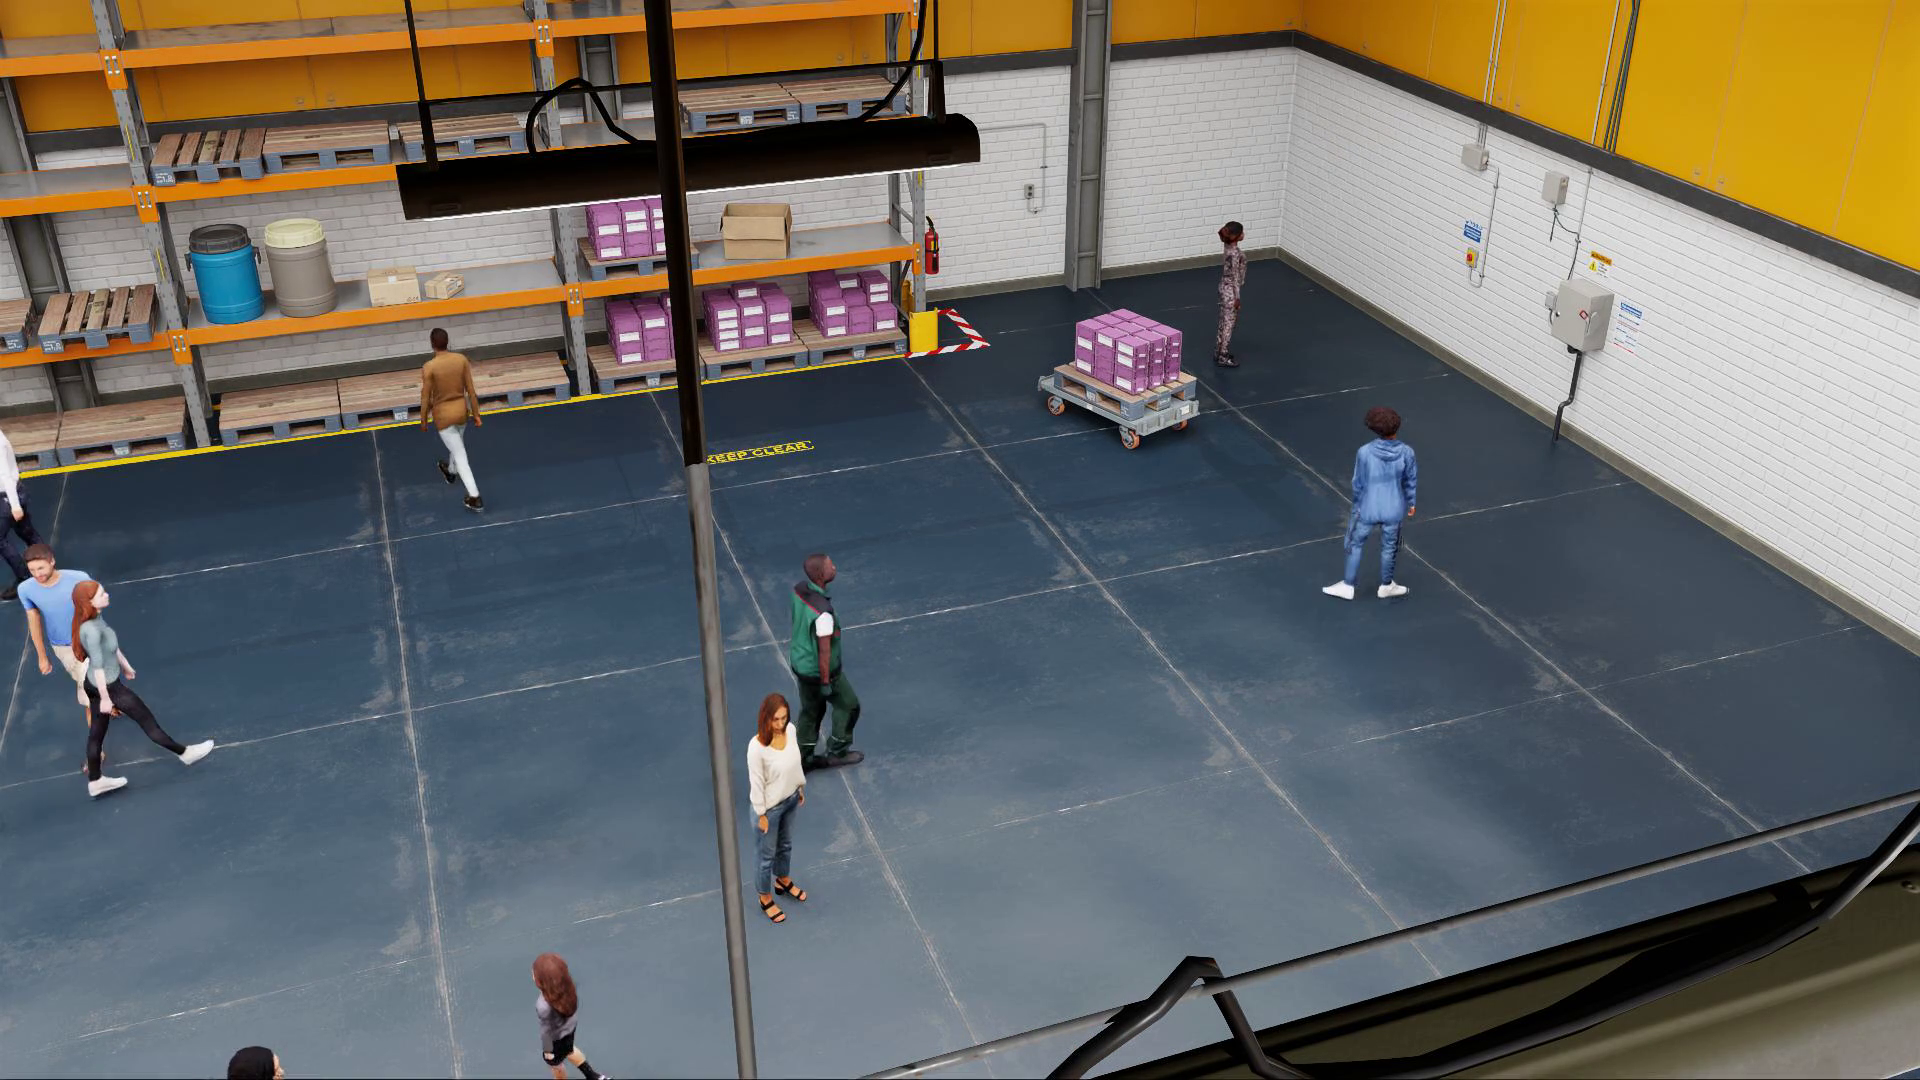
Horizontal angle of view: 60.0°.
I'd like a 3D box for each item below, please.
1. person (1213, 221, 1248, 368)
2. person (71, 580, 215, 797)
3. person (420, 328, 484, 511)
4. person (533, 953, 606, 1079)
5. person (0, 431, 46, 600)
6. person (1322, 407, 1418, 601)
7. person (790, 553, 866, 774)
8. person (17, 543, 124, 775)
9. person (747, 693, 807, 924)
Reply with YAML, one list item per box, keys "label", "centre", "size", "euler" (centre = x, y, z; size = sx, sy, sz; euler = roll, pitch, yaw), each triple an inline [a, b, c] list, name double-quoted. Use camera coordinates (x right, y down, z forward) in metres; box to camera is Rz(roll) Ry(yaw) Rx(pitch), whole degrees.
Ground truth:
- label: "person"
  centre: [3.114, -2.849, 19.191]
  size: [0.638, 1.714, 0.635]
  euler: [-3, 29, -5]
- label: "person"
  centre: [-6.218, 1.100, 11.968]
  size: [1.161, 1.698, 0.767]
  euler: [-16, 33, -27]
- label: "person"
  centre: [-4.835, -1.120, 15.975]
  size: [1.233, 1.757, 1.047]
  euler: [-24, 37, -37]
- label: "person"
  centre: [-2.247, 2.790, 9.495]
  size: [0.692, 1.099, 0.618]
  euler: [6, 29, 11]
- label: "person"
  centre: [-8.227, -0.402, 14.561]
  size: [0.725, 1.852, 0.689]
  euler: [-15, 32, -25]
- label: "person"
  centre: [3.687, -0.293, 14.420]
  size: [0.825, 1.796, 1.046]
  euler: [10, 30, 18]
- label: "person"
  centre: [-1.111, 0.944, 12.126]
  size: [0.810, 1.821, 0.782]
  euler: [-16, 32, -26]
- label: "person"
  centre: [-6.629, 0.737, 12.534]
  size: [1.264, 1.794, 0.795]
  euler: [-8, 30, -14]
- label: "person"
  centre: [-1.213, 1.710, 10.869]
  size: [0.762, 1.679, 0.670]
  euler: [18, 34, 30]
